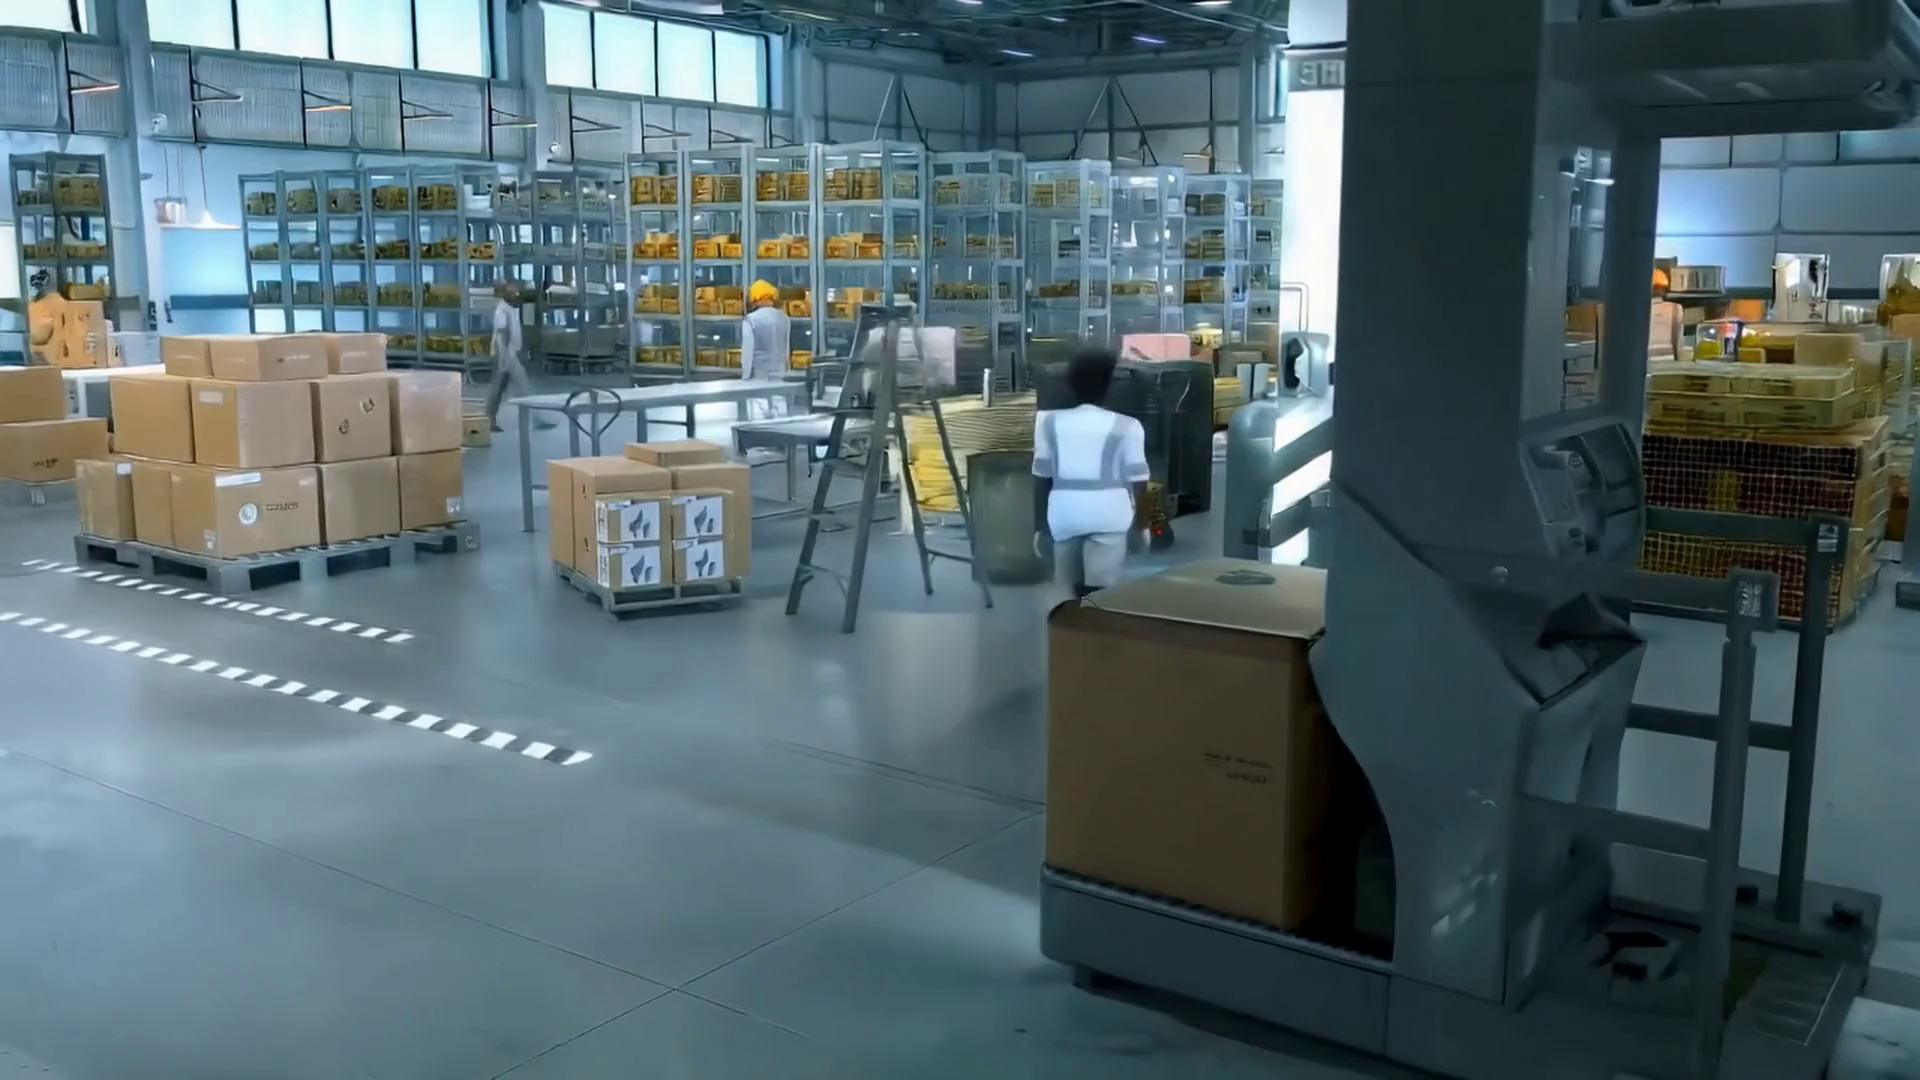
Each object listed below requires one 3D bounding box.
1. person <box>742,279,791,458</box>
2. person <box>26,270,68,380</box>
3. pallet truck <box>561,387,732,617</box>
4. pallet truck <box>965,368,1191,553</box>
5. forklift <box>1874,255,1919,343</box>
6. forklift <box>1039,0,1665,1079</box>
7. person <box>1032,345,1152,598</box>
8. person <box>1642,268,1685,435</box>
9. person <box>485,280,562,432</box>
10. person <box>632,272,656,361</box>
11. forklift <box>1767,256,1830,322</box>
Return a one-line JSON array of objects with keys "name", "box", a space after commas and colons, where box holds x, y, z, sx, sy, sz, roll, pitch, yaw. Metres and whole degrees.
[{"name": "person", "box": [-1.979, -1.708, 16.819, 0.404, 1.837, 0.589, 9, 13, 43]}, {"name": "person", "box": [-11.622, -2.470, 21.175, 0.650, 1.908, 0.402, 3, 10, 20]}, {"name": "pallet truck", "box": [-1.981, -0.274, 10.088, 0.680, 1.201, 1.601, -5, 11, -28]}, {"name": "pallet truck", "box": [0.845, -0.609, 11.869, 1.630, 1.274, 0.653, 7, 12, 35]}, {"name": "forklift", "box": [22.089, -5.634, 38.796, 1.157, 1.987, 2.680, 6, 11, 33]}, {"name": "forklift", "box": [1.249, -0.137, 4.360, 1.873, 2.768, 1.129, 7, 12, 35]}, {"name": "person", "box": [0.612, -0.068, 7.638, 0.533, 1.644, 0.908, 5, 11, 28]}, {"name": "person", "box": [6.849, -1.709, 16.491, 0.608, 1.948, 0.389, 0, 10, -1]}, {"name": "person", "box": [-5.204, -2.148, 19.581, 0.979, 1.789, 0.573, -2, 10, -10]}, {"name": "person", "box": [-5.935, -4.092, 31.106, 0.640, 1.815, 0.591, 5, 11, 27]}, {"name": "forklift", "box": [20.253, -5.854, 40.139, 1.157, 1.987, 2.680, 7, 12, 35]}]
